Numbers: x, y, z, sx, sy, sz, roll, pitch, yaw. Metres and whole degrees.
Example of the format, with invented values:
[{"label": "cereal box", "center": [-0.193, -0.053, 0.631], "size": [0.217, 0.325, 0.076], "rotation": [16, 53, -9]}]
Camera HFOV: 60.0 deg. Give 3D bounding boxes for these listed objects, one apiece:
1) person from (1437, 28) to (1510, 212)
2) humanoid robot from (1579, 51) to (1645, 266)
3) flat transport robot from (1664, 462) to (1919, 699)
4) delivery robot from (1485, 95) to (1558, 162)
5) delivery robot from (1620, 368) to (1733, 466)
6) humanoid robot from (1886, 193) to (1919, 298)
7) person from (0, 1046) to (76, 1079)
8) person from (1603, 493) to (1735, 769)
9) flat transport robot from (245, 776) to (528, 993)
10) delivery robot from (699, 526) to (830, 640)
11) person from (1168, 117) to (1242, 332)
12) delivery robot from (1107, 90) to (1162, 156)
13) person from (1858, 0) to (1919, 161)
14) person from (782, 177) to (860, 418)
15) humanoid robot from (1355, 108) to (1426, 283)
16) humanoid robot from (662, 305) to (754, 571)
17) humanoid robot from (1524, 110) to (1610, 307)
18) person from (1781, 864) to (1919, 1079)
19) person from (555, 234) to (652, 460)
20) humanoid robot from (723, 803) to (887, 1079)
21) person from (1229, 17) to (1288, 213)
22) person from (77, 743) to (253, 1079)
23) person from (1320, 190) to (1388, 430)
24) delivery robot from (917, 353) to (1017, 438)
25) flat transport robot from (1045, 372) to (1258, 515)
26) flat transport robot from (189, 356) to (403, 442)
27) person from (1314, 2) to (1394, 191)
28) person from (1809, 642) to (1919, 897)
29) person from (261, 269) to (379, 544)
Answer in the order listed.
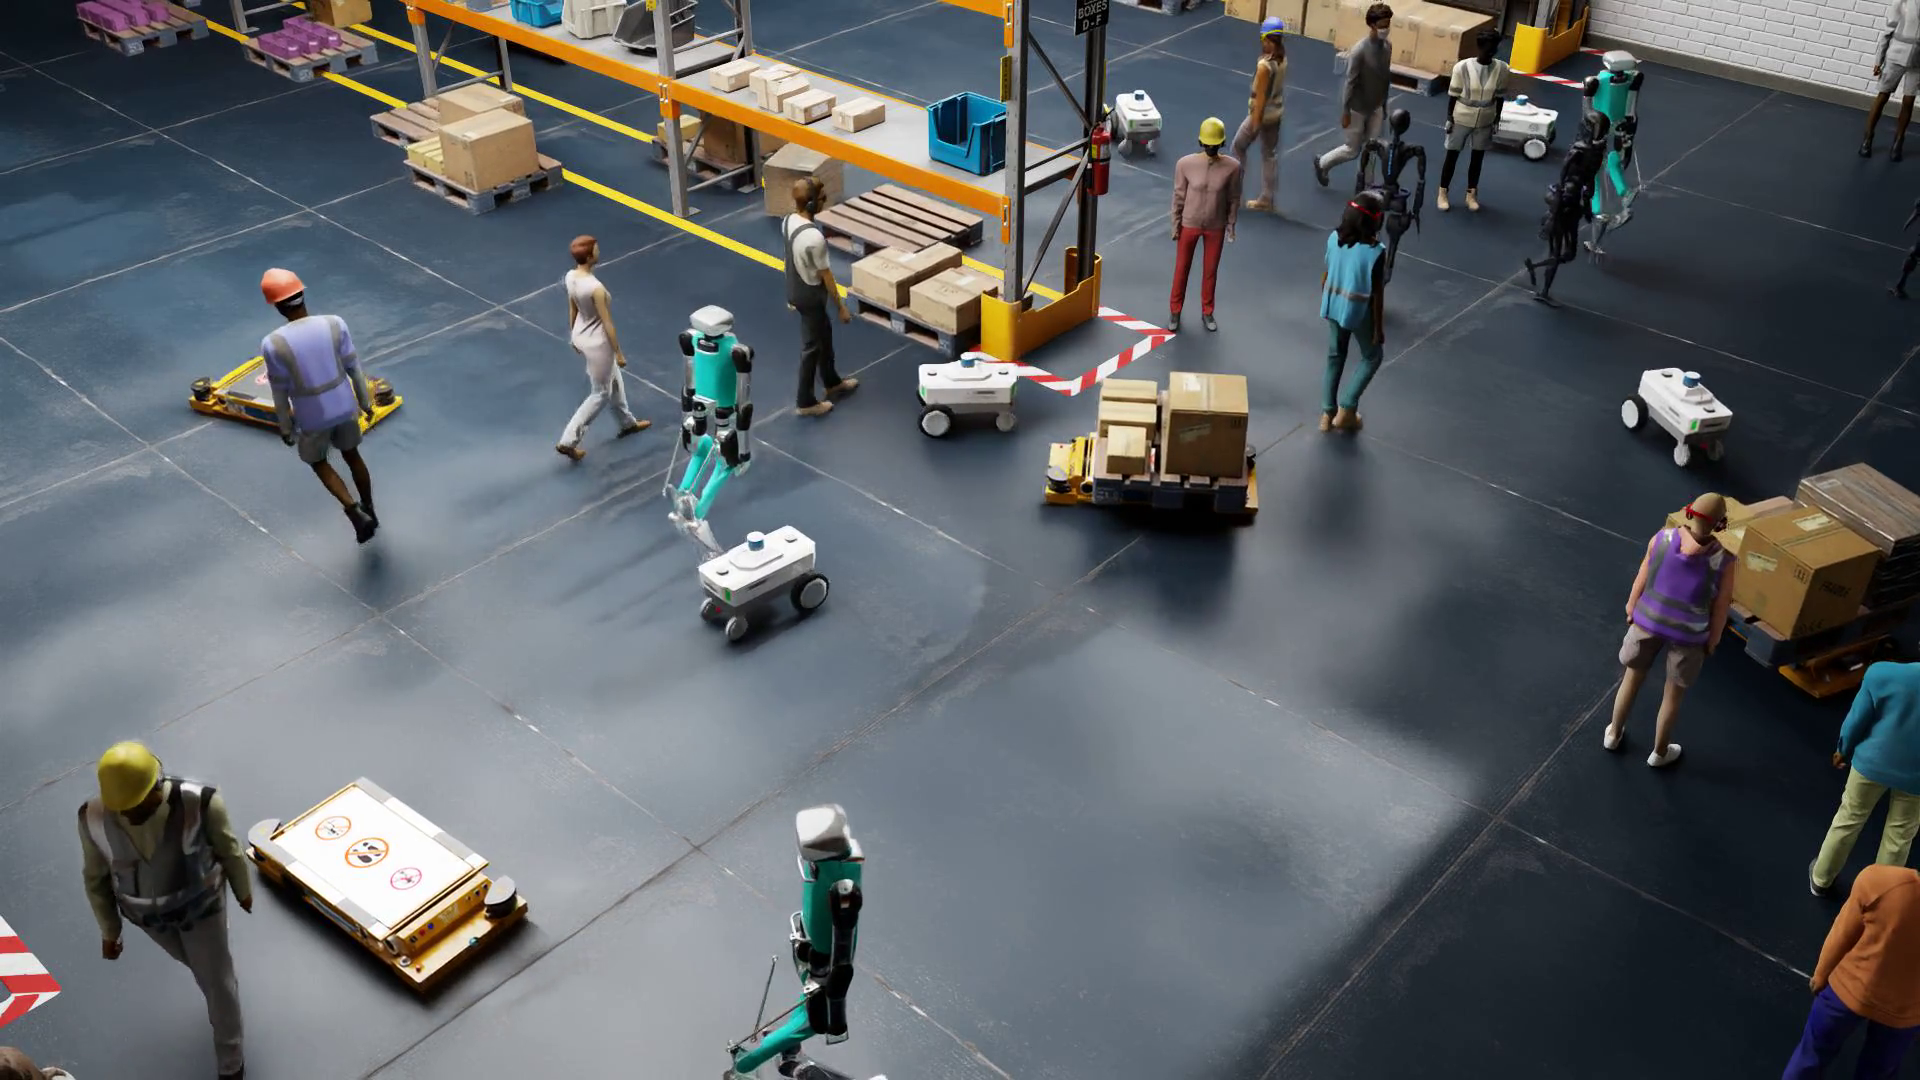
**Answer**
[{"label": "person", "center": [4.646, -3.799, 15.063], "size": [0.531, 1.693, 0.319], "rotation": [0, 35, 1]}, {"label": "humanoid robot", "center": [5.563, -3.149, 14.173], "size": [0.540, 1.892, 0.741], "rotation": [-8, 35, -12]}, {"label": "flat transport robot", "center": [4.976, 0.416, 10.207], "size": [0.659, 0.231, 1.431], "rotation": [-14, 37, -19]}, {"label": "delivery robot", "center": [5.528, -4.118, 16.512], "size": [0.757, 0.580, 0.499], "rotation": [14, 37, 20]}, {"label": "delivery robot", "center": [5.163, -0.938, 11.890], "size": [0.499, 0.565, 0.745], "rotation": [-8, 35, -11]}, {"label": "humanoid robot", "center": [7.976, -2.642, 13.413], "size": [0.609, 1.632, 0.646], "rotation": [6, 35, 9]}, {"label": "person", "center": [-3.262, 2.422, 6.074], "size": [0.343, 1.659, 0.486], "rotation": [3, 35, 4]}, {"label": "person", "center": [3.785, 0.479, 8.861], "size": [0.494, 1.692, 0.341], "rotation": [24, 41, 31]}, {"label": "flat transport robot", "center": [-2.906, 1.683, 8.372], "size": [1.431, 0.231, 0.659], "rotation": [24, 41, 30]}, {"label": "delivery robot", "center": [-1.222, 0.213, 10.247], "size": [0.774, 0.592, 0.499], "rotation": [-27, 43, -33]}, {"label": "person", "center": [1.914, -2.469, 13.068], "size": [0.523, 1.769, 0.322], "rotation": [1, 35, 1]}, {"label": "delivery robot", "center": [1.767, -4.208, 16.647], "size": [0.518, 0.586, 0.757], "rotation": [-4, 35, -6]}, {"label": "person", "center": [9.148, -4.637, 16.077], "size": [0.546, 1.923, 0.386], "rotation": [15, 37, 20]}, {"label": "person", "center": [-0.955, -1.748, 11.977], "size": [0.666, 1.828, 0.524], "rotation": [-16, 38, -22]}, {"label": "humanoid robot", "center": [3.456, -2.696, 13.511], "size": [0.590, 1.639, 0.731], "rotation": [13, 37, 18]}, {"label": "humanoid robot", "center": [-1.608, -0.540, 10.266], "size": [0.533, 1.736, 0.730], "rotation": [20, 39, 27]}, {"label": "humanoid robot", "center": [4.869, -2.721, 13.512], "size": [0.608, 1.635, 0.500], "rotation": [-26, 43, -33]}, {"label": "person", "center": [3.714, 1.813, 6.690], "size": [0.515, 1.973, 0.401], "rotation": [19, 39, 25]}, {"label": "person", "center": [-2.558, -1.334, 11.536], "size": [0.790, 1.627, 0.451], "rotation": [-26, 42, -33]}, {"label": "humanoid robot", "center": [-0.713, 1.856, 6.845], "size": [0.846, 1.791, 0.549], "rotation": [-9, 36, -13]}, {"label": "person", "center": [2.680, -3.859, 15.097], "size": [0.669, 1.737, 0.488], "rotation": [25, 42, 31]}, {"label": "person", "center": [-3.398, 1.591, 7.175], "size": [0.602, 1.791, 0.805], "rotation": [-4, 35, -6]}, {"label": "person", "center": [2.777, -1.589, 11.711], "size": [0.488, 1.855, 0.583], "rotation": [-26, 43, -33]}, {"label": "delivery robot", "center": [0.052, -1.089, 12.115], "size": [0.750, 0.570, 0.499], "rotation": [-1, 35, -1]}, {"label": "flat transport robot", "center": [1.326, -0.460, 11.476], "size": [1.431, 0.231, 0.659], "rotation": [4, 35, 5]}, {"label": "flat transport robot", "center": [-4.939, -1.064, 12.352], "size": [1.431, 0.231, 0.659], "rotation": [13, 37, 18]}, {"label": "person", "center": [3.653, -3.988, 15.179], "size": [0.556, 1.877, 0.672], "rotation": [-21, 40, -27]}, {"label": "person", "center": [4.499, 1.064, 7.969], "size": [0.561, 1.742, 0.335], "rotation": [21, 40, 27]}, {"label": "person", "center": [-4.003, -0.806, 10.543], "size": [0.610, 1.901, 0.617], "rotation": [-29, 44, -35]}]
